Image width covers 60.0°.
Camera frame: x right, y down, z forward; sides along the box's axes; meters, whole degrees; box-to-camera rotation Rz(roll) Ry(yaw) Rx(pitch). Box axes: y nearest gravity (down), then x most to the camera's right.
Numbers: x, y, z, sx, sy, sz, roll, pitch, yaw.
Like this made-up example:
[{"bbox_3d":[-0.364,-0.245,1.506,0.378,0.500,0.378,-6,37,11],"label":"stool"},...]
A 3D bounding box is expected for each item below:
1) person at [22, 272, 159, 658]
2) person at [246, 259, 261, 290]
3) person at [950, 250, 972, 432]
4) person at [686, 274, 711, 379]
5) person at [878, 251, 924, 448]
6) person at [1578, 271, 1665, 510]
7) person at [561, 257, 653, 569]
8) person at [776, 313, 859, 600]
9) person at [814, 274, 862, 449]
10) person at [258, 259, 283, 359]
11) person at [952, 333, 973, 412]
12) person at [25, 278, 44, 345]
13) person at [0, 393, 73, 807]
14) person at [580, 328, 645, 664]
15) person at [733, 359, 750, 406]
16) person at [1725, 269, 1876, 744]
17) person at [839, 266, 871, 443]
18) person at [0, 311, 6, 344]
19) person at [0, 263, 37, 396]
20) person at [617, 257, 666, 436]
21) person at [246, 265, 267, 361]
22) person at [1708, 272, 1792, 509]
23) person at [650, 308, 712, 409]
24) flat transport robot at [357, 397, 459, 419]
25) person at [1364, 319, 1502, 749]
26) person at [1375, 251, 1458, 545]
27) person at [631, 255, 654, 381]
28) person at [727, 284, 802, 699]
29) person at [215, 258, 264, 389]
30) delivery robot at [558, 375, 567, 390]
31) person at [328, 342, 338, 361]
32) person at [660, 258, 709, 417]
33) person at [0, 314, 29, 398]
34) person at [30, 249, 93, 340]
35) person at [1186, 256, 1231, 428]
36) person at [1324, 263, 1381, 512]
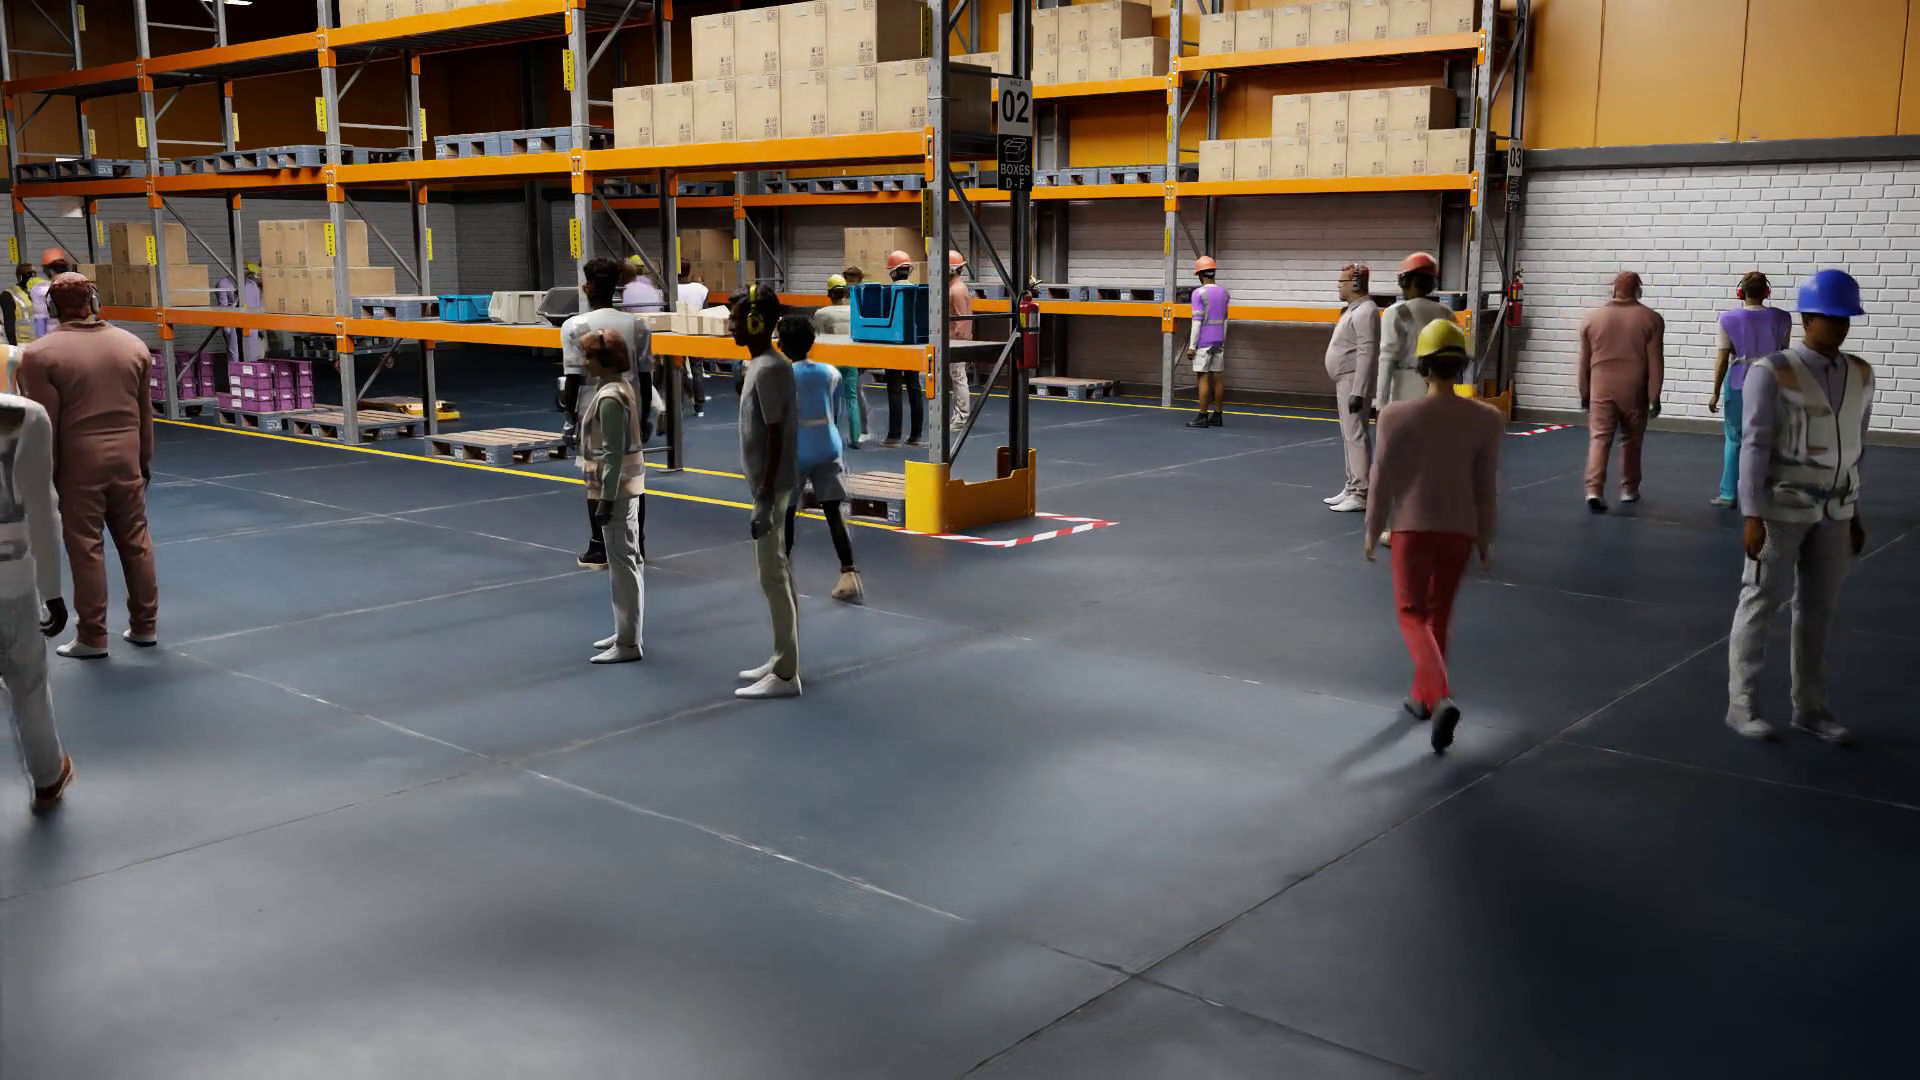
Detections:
[{"bbox_3d":[-4.320,-0.366,8.262,0.402,1.904,0.639,6,12,31],"label":"person"},{"bbox_3d":[-11.687,-3.691,27.382,0.404,1.836,0.586,-5,11,-26],"label":"person"},{"bbox_3d":[-0.065,-2.197,18.422,0.397,1.992,0.622,0,10,-2],"label":"person"},{"bbox_3d":[-4.092,-3.316,25.858,0.284,1.626,0.496,6,12,31],"label":"person"},{"bbox_3d":[-0.596,-1.934,16.925,0.622,1.992,0.385,-8,13,-37],"label":"person"},{"bbox_3d":[5.140,-1.162,12.980,0.648,1.854,1.025,6,12,30],"label":"person"},{"bbox_3d":[-2.231,-0.796,10.532,0.615,1.961,0.361,-7,12,-35],"label":"person"},{"bbox_3d":[-0.876,-0.489,9.660,0.539,1.653,0.903,-7,12,-35],"label":"person"},{"bbox_3d":[-1.226,-1.779,16.724,0.526,1.760,0.340,-4,11,-23],"label":"person"},{"bbox_3d":[-11.700,-3.867,28.198,0.661,1.900,0.677,1,10,5],"label":"person"},{"bbox_3d":[-0.100,-2.067,18.707,0.498,1.634,0.282,-2,10,-11],"label":"person"},{"bbox_3d":[-10.614,-2.222,19.461,0.902,1.678,0.525,2,10,10],"label":"person"},{"bbox_3d":[-3.331,0.131,5.626,0.597,1.834,0.993,-3,10,-16],"label":"person"},{"bbox_3d":[-1.695,-0.215,8.156,0.311,1.638,0.514,-1,10,-6],"label":"person"},{"bbox_3d":[-1.830,-1.451,15.205,0.517,1.634,0.311,-6,12,-30],"label":"person"},{"bbox_3d":[3.454,-0.132,6.815,0.615,1.944,0.400,-2,10,-14],"label":"person"},{"bbox_3d":[-1.218,-1.878,17.069,0.562,1.831,0.796,6,12,31],"label":"person"},{"bbox_3d":[-8.941,-1.531,15.127,0.554,1.822,0.656,3,10,16],"label":"person"},{"bbox_3d":[-11.134,-2.391,19.961,0.429,1.841,0.634,4,11,22],"label":"person"},{"bbox_3d":[-3.324,-1.964,17.286,0.530,1.924,0.655,8,13,38],"label":"person"},{"bbox_3d":[-9.836,-2.926,23.194,0.409,1.785,0.672,-7,12,-33],"label":"person"},{"bbox_3d":[6.120,-1.150,12.901,0.563,1.839,0.393,0,10,2],"label":"person"},{"bbox_3d":[-3.578,-2.473,20.970,0.887,1.641,0.543,-4,11,-24],"label":"person"},{"bbox_3d":[-6.620,-1.557,19.683,1.431,0.197,0.652,8,13,39],"label":"flat transport robot"},{"bbox_3d":[1.962,-0.037,6.845,0.526,1.740,0.797,-1,10,-3],"label":"person"},{"bbox_3d":[3.104,-0.961,11.375,0.640,2.004,0.555,-4,11,-22],"label":"person"},{"bbox_3d":[-4.848,-3.345,25.186,0.390,1.922,0.589,3,11,18],"label":"person"},{"bbox_3d":[-0.877,-0.214,7.500,0.310,1.864,0.534,0,10,-2],"label":"person"},{"bbox_3d":[-9.711,-2.869,22.517,0.408,1.903,0.638,5,11,27],"label":"person"},{"bbox_3d":[-4.632,-1.931,20.735,0.707,0.478,0.477,0,10,2],"label":"delivery robot"},{"bbox_3d":[-11.171,-4.008,29.778,0.497,1.628,0.270,7,12,35],"label":"person"},{"bbox_3d":[-3.292,-2.421,19.960,0.582,1.911,0.392,-3,10,-16],"label":"person"},{"bbox_3d":[-6.456,-0.736,11.121,0.517,1.636,0.314,-5,11,-28],"label":"person"},{"bbox_3d":[-9.774,-2.146,18.118,0.636,2.005,0.937,-10,14,-43],"label":"person"},{"bbox_3d":[2.777,-2.225,18.775,0.543,1.927,0.375,-7,12,-36],"label":"person"},{"bbox_3d":[3.017,-1.172,12.836,0.403,1.906,0.651,1,10,7],"label":"person"}]
